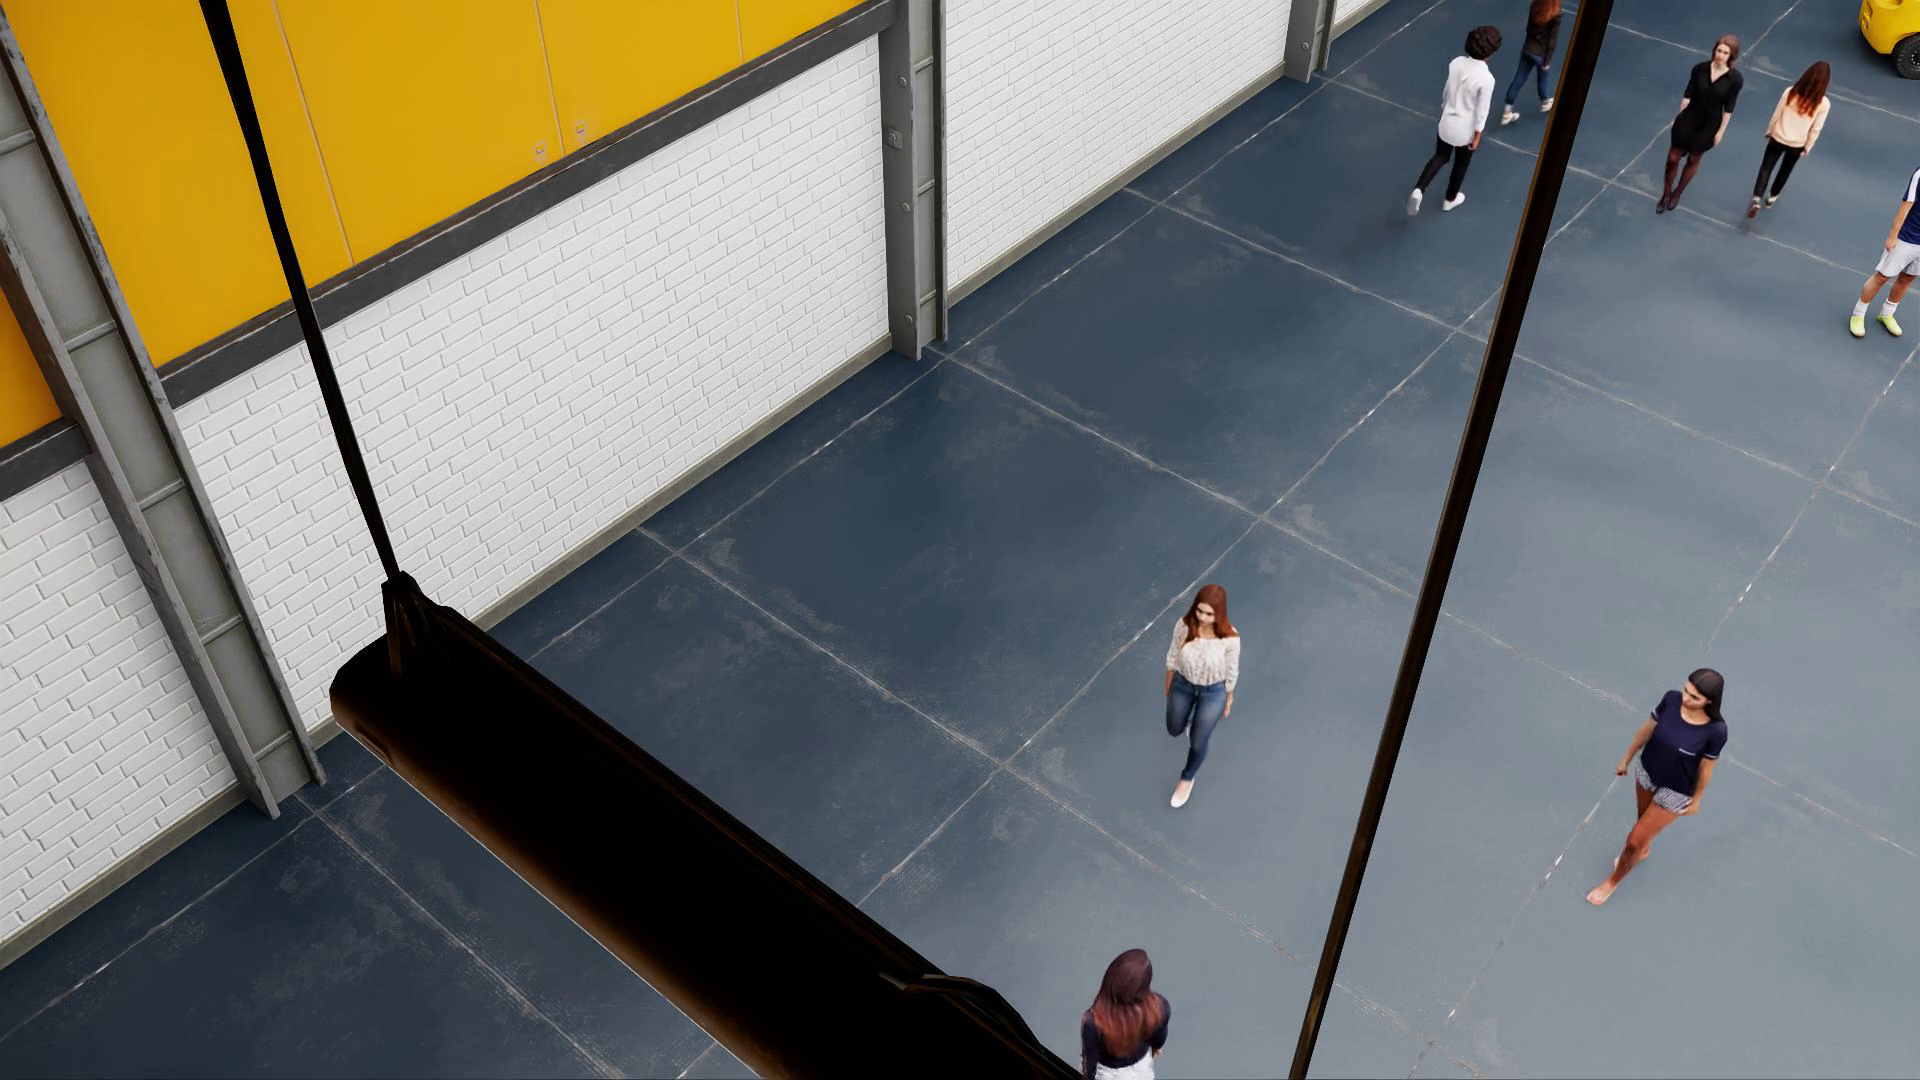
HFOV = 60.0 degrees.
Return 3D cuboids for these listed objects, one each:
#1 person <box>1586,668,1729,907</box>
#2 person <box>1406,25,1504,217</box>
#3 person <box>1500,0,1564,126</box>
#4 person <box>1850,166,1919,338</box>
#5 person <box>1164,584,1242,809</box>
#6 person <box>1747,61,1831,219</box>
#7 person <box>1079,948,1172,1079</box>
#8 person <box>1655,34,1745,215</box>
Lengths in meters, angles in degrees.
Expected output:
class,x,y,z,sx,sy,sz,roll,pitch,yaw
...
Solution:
class,x,y,z,sx,sy,sz,roll,pitch,yaw
person,4.022,1.314,9.330,0.909,1.747,0.768,-20,47,-20
person,4.291,-3.601,14.454,1.015,1.795,0.745,-30,51,-27
person,5.414,-4.607,15.760,1.003,1.449,0.766,-23,48,-23
person,7.604,-2.428,13.193,0.702,1.836,0.757,-3,44,-3
person,1.454,0.828,9.864,0.728,1.714,0.947,19,47,19
person,7.240,-3.485,14.568,0.651,1.469,0.923,23,48,23
person,0.766,2.613,8.092,0.770,1.574,0.830,-11,45,-11
person,6.515,-3.674,14.603,0.621,1.694,0.636,25,49,24
